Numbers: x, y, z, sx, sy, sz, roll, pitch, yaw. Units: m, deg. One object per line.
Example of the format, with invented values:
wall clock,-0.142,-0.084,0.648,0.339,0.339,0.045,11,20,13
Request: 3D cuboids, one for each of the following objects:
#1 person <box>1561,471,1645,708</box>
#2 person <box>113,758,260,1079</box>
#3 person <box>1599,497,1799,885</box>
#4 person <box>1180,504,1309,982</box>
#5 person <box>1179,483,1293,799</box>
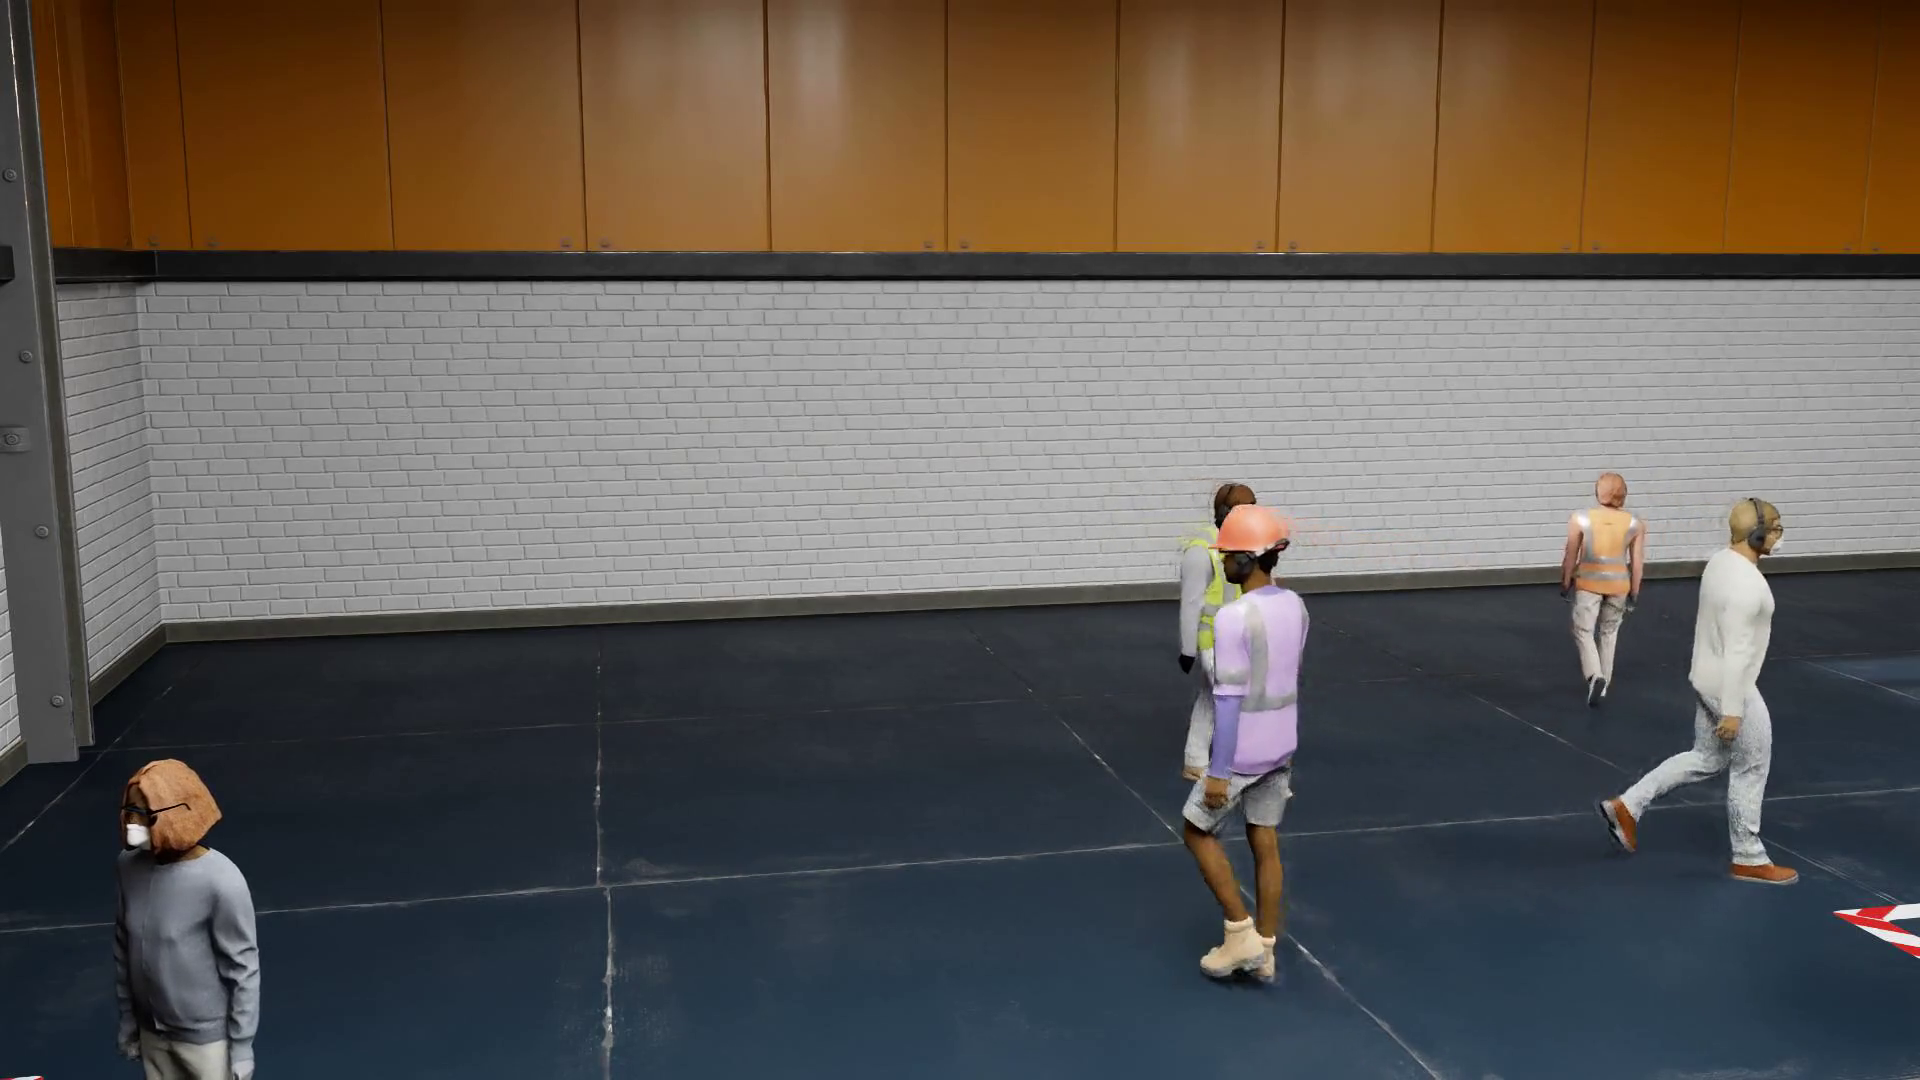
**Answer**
person,4.408,0.340,11.387,0.517,1.615,0.691,1,9,7
person,-2.217,1.418,4.767,0.499,1.634,0.285,4,10,25
person,3.673,0.727,8.155,0.846,1.916,0.640,2,10,13
person,1.179,0.860,6.958,0.449,2.030,0.635,9,13,42
person,1.594,0.580,9.382,0.927,1.799,0.648,8,12,41
